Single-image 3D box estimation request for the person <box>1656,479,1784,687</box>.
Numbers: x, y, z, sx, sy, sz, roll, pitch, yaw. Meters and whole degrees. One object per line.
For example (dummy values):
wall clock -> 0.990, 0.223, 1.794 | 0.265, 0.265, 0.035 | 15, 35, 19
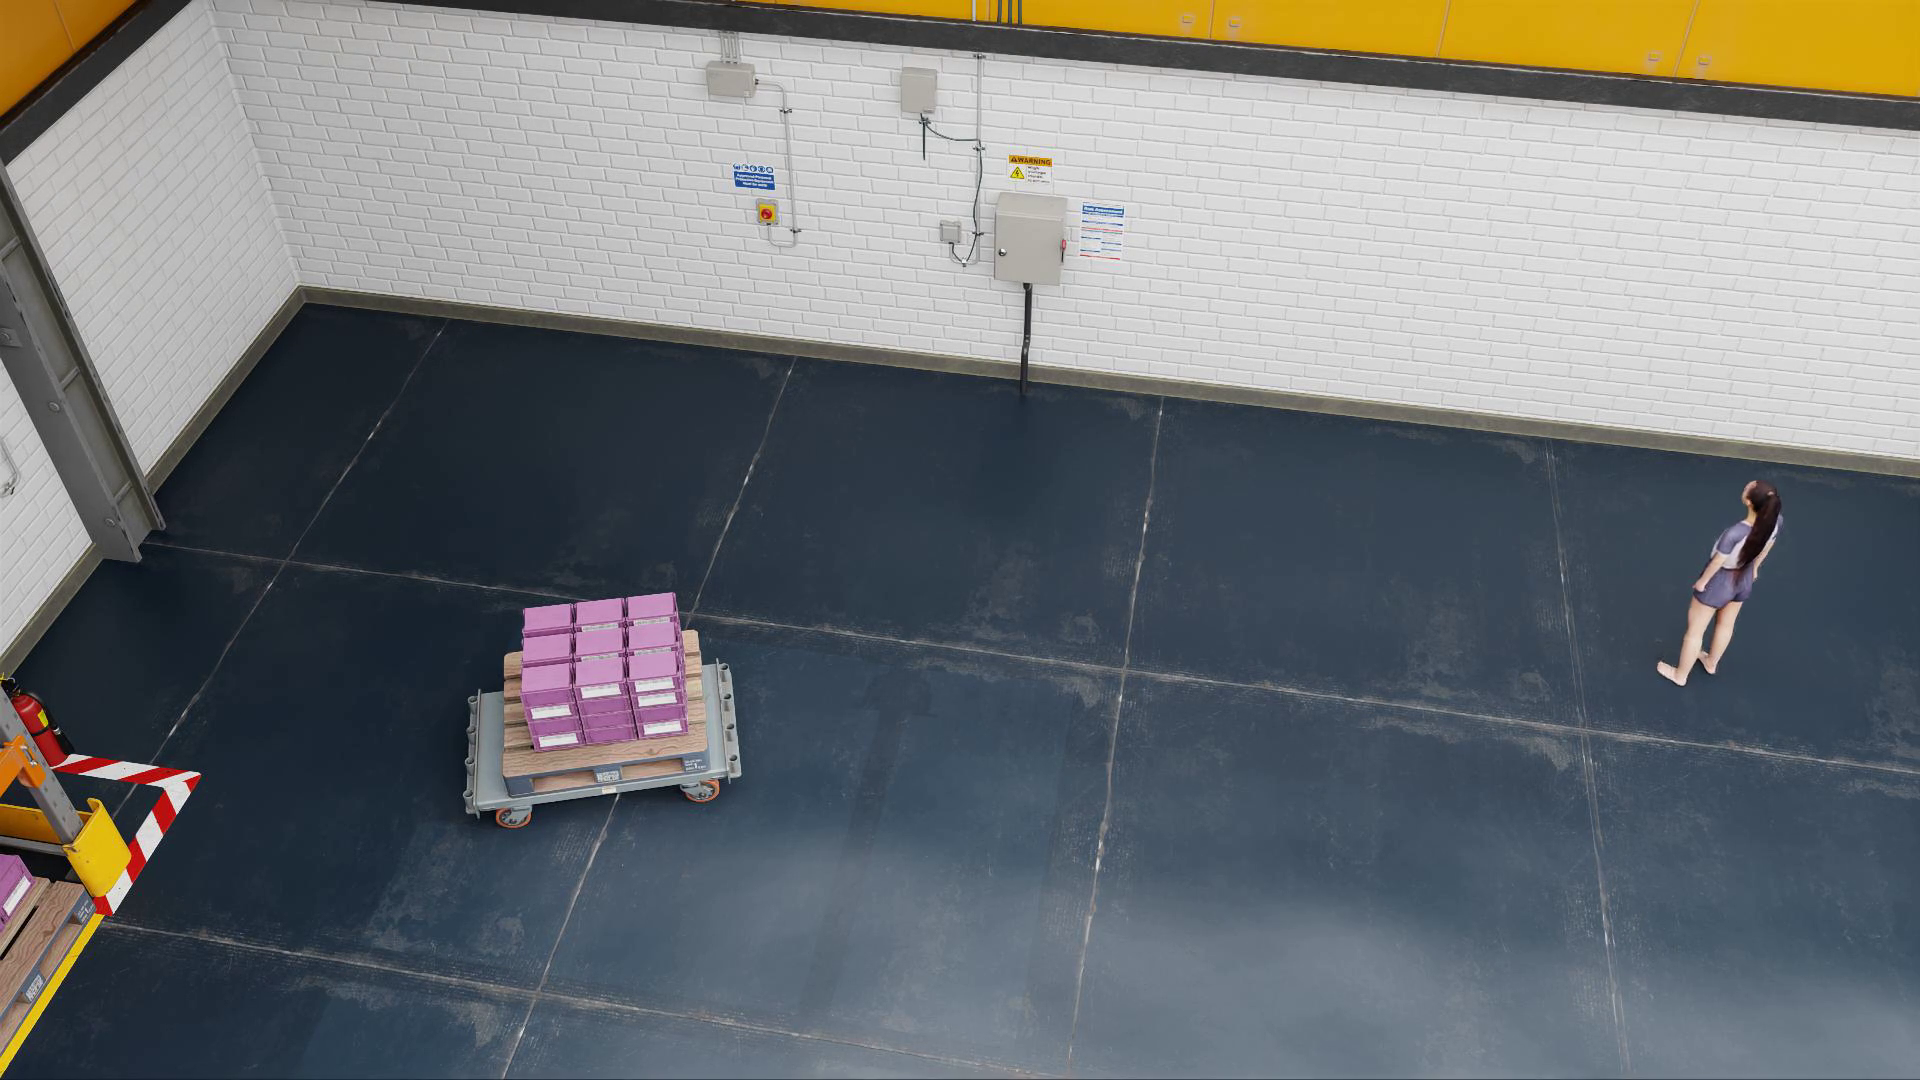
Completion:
person -> 4.883, 0.266, 10.549 | 0.671, 1.646, 0.673 | -11, 45, -11
